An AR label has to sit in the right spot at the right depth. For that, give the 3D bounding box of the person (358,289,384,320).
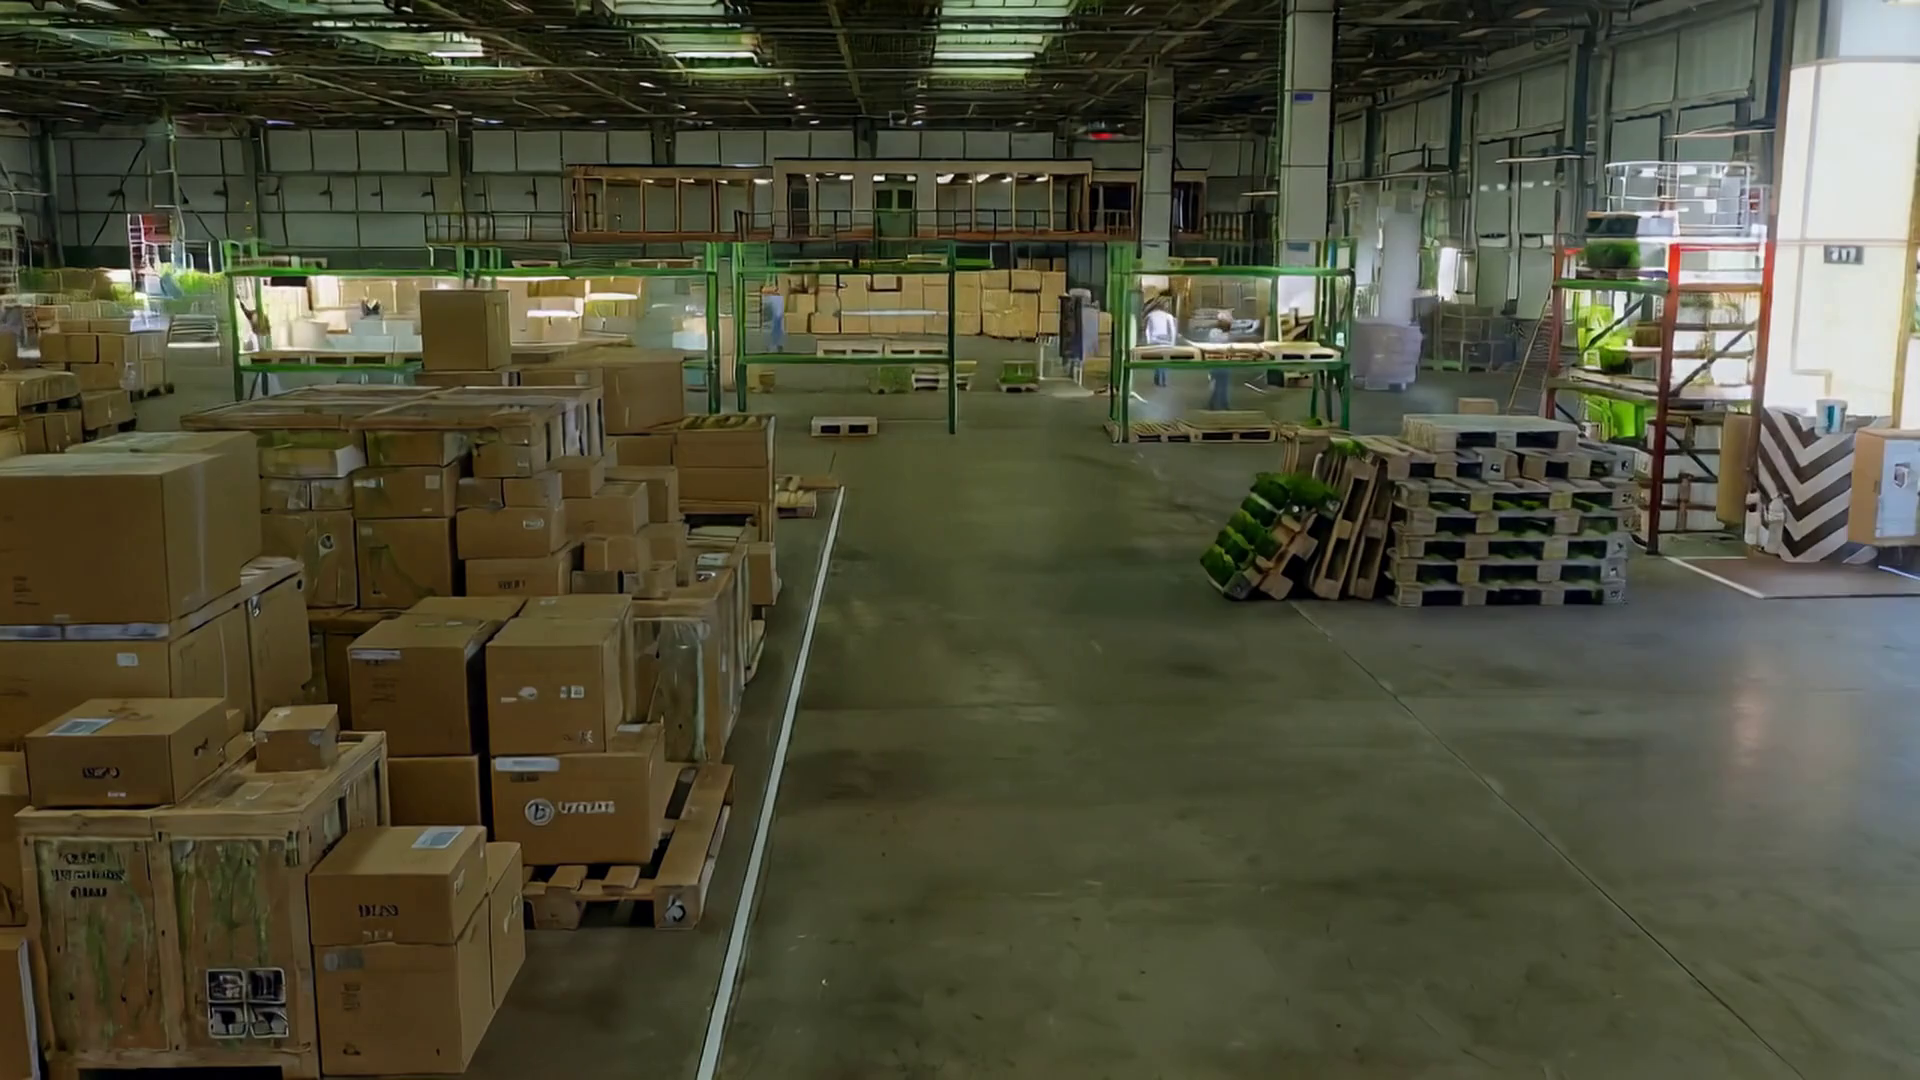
[{"bbox_3d":[-14.298,-5.154,40.413,0.589,1.907,0.479,-5,11,-27],"label":"person"}]

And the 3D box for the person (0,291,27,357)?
[{"bbox_3d":[-21.470,-4.674,37.704,0.558,1.915,0.476,-2,10,-9],"label":"person"}]

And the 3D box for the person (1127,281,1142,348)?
[{"bbox_3d":[4.920,-6.442,47.548,0.622,1.919,0.559,-9,13,-40],"label":"person"}]

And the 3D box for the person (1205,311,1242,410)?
[{"bbox_3d":[4.403,-2.863,27.696,0.717,1.884,0.592,8,13,39],"label":"person"}]

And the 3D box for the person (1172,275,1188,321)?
[{"bbox_3d":[8.428,-9.376,64.041,0.599,1.856,0.788,-2,10,-11],"label":"person"}]

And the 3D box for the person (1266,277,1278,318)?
[{"bbox_3d":[11.133,-8.451,59.060,0.650,1.826,0.429,-6,12,-32],"label":"person"}]

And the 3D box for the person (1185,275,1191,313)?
[{"bbox_3d":[9.725,-10.720,71.164,0.395,1.992,0.622,2,10,9],"label":"person"}]

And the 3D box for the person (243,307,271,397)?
[{"bbox_3d":[-12.839,-3.353,30.526,0.567,1.844,0.764,-6,12,-32],"label":"person"}]

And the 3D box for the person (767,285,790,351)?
[{"bbox_3d":[-5.110,-6.200,46.497,0.535,1.821,1.002,-8,13,-36],"label":"person"}]

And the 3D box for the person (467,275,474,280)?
[{"bbox_3d":[-20.331,-10.214,68.774,0.506,1.842,0.348,-2,10,-9],"label":"person"}]

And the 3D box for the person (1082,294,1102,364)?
[{"bbox_3d":[2.750,-4.234,35.241,0.644,1.920,0.487,-9,13,-40],"label":"person"}]

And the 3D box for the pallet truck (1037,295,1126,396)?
[{"bbox_3d":[2.483,-3.881,33.060,1.885,1.965,0.823,-7,13,-36],"label":"pallet truck"}]

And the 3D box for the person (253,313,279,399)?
[{"bbox_3d":[-11.547,-2.825,27.565,0.754,1.865,0.581,0,10,-3],"label":"person"}]

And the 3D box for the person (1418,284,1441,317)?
[{"bbox_3d":[12.507,-5.833,44.187,0.589,1.907,0.585,9,14,41],"label":"person"}]

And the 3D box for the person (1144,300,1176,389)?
[{"bbox_3d":[4.139,-4.034,34.381,0.654,1.825,0.634,2,10,10],"label":"person"}]
